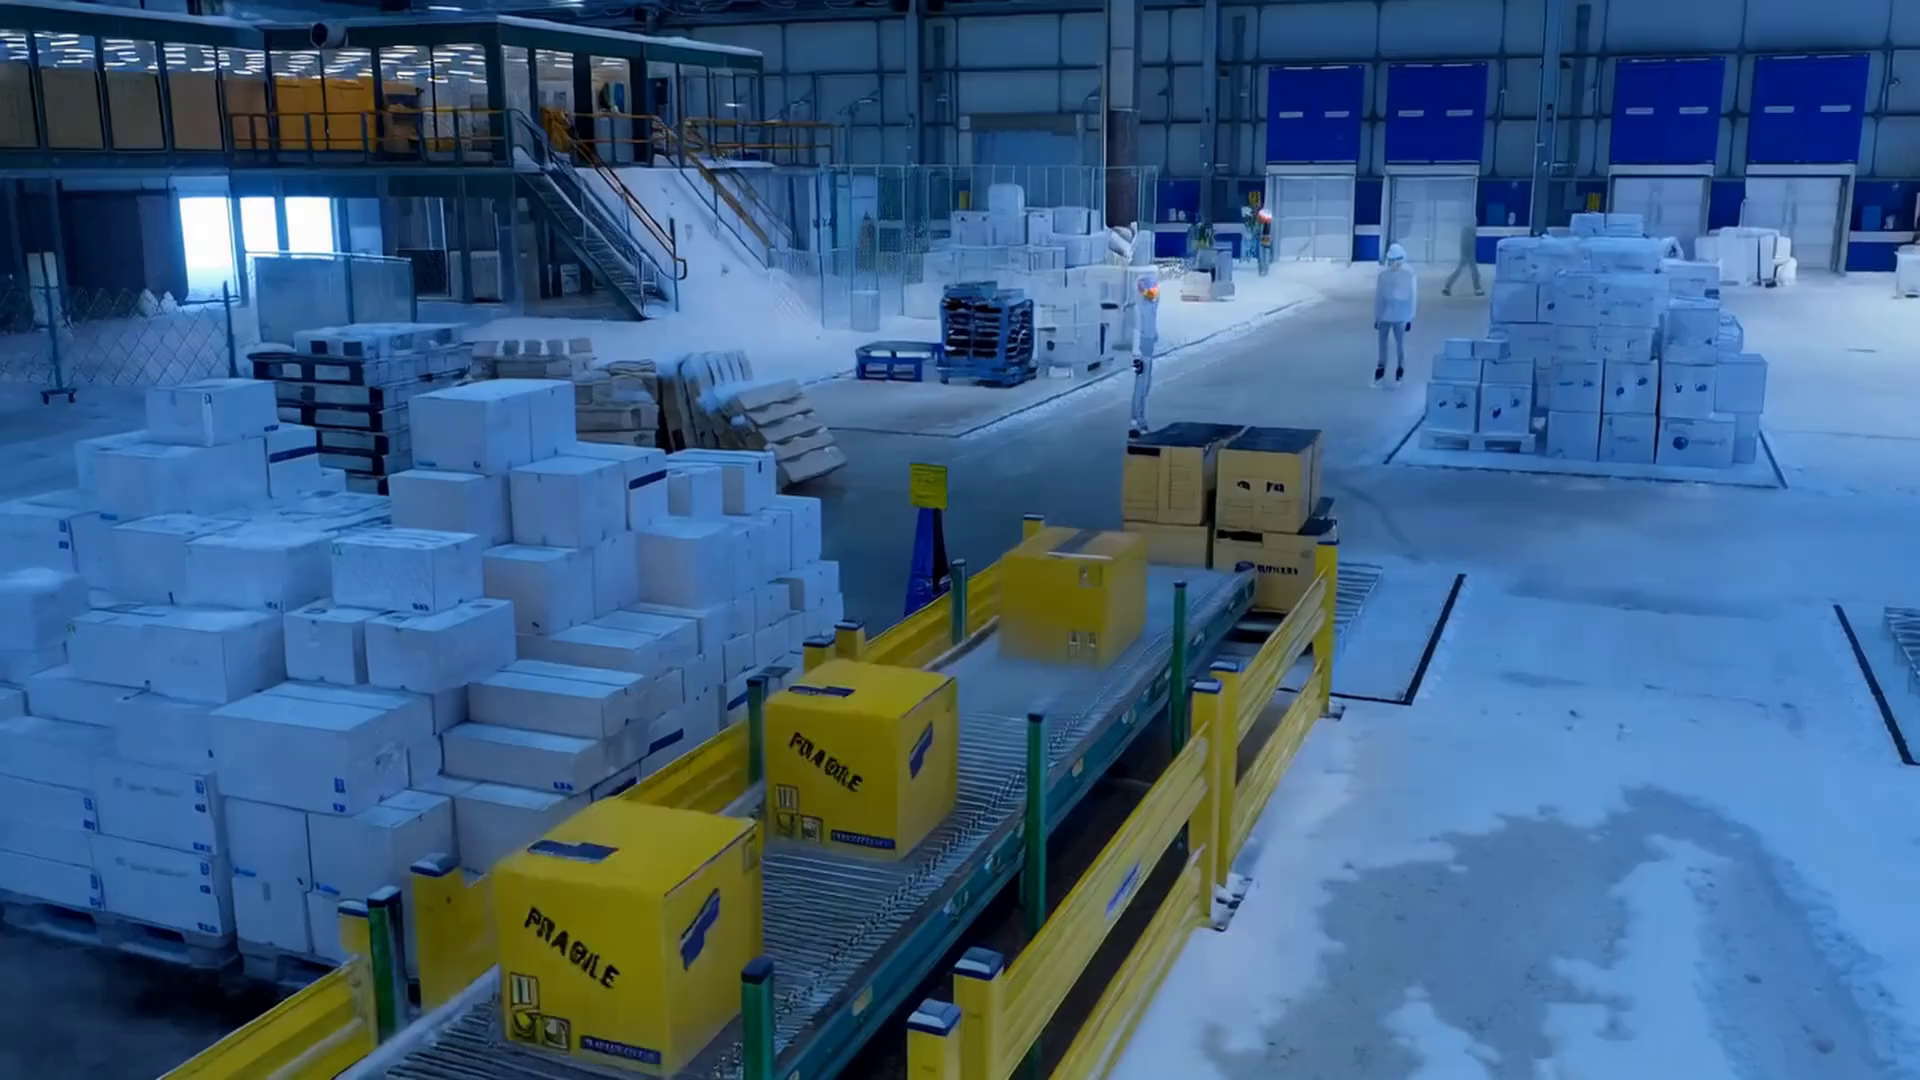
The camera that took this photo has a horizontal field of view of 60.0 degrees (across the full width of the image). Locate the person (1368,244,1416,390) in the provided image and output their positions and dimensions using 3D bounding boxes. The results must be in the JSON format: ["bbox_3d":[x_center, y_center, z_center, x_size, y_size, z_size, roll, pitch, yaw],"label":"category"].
[{"bbox_3d":[5.974,-3.070,22.956,0.379,1.996,0.611,-11,17,-40],"label":"person"}]

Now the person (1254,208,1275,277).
[{"bbox_3d":[8.567,-8.381,46.921,0.639,1.928,0.442,-5,14,-23],"label":"person"}]

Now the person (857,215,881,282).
[{"bbox_3d":[-2.468,-7.896,45.086,0.627,1.793,0.979,1,13,2],"label":"person"}]

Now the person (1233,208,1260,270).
[{"bbox_3d":[8.760,-9.139,50.477,1.010,1.872,0.559,7,15,30],"label":"person"}]

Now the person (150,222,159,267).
[{"bbox_3d":[-22.958,-8.441,47.292,0.447,1.892,0.732,-8,15,-33],"label":"person"}]

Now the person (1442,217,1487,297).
[{"bbox_3d":[12.102,-6.762,39.781,1.015,1.890,0.644,0,13,-1],"label":"person"}]

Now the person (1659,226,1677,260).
[{"bbox_3d":[15.265,-5.926,36.209,0.948,1.790,0.637,7,14,29],"label":"person"}]

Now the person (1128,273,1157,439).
[{"bbox_3d":[2.084,-2.075,18.781,0.321,1.871,0.532,5,14,21],"label":"person"}]

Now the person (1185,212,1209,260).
[{"bbox_3d":[6.264,-7.671,43.808,0.610,1.898,0.751,5,14,22],"label":"person"}]
